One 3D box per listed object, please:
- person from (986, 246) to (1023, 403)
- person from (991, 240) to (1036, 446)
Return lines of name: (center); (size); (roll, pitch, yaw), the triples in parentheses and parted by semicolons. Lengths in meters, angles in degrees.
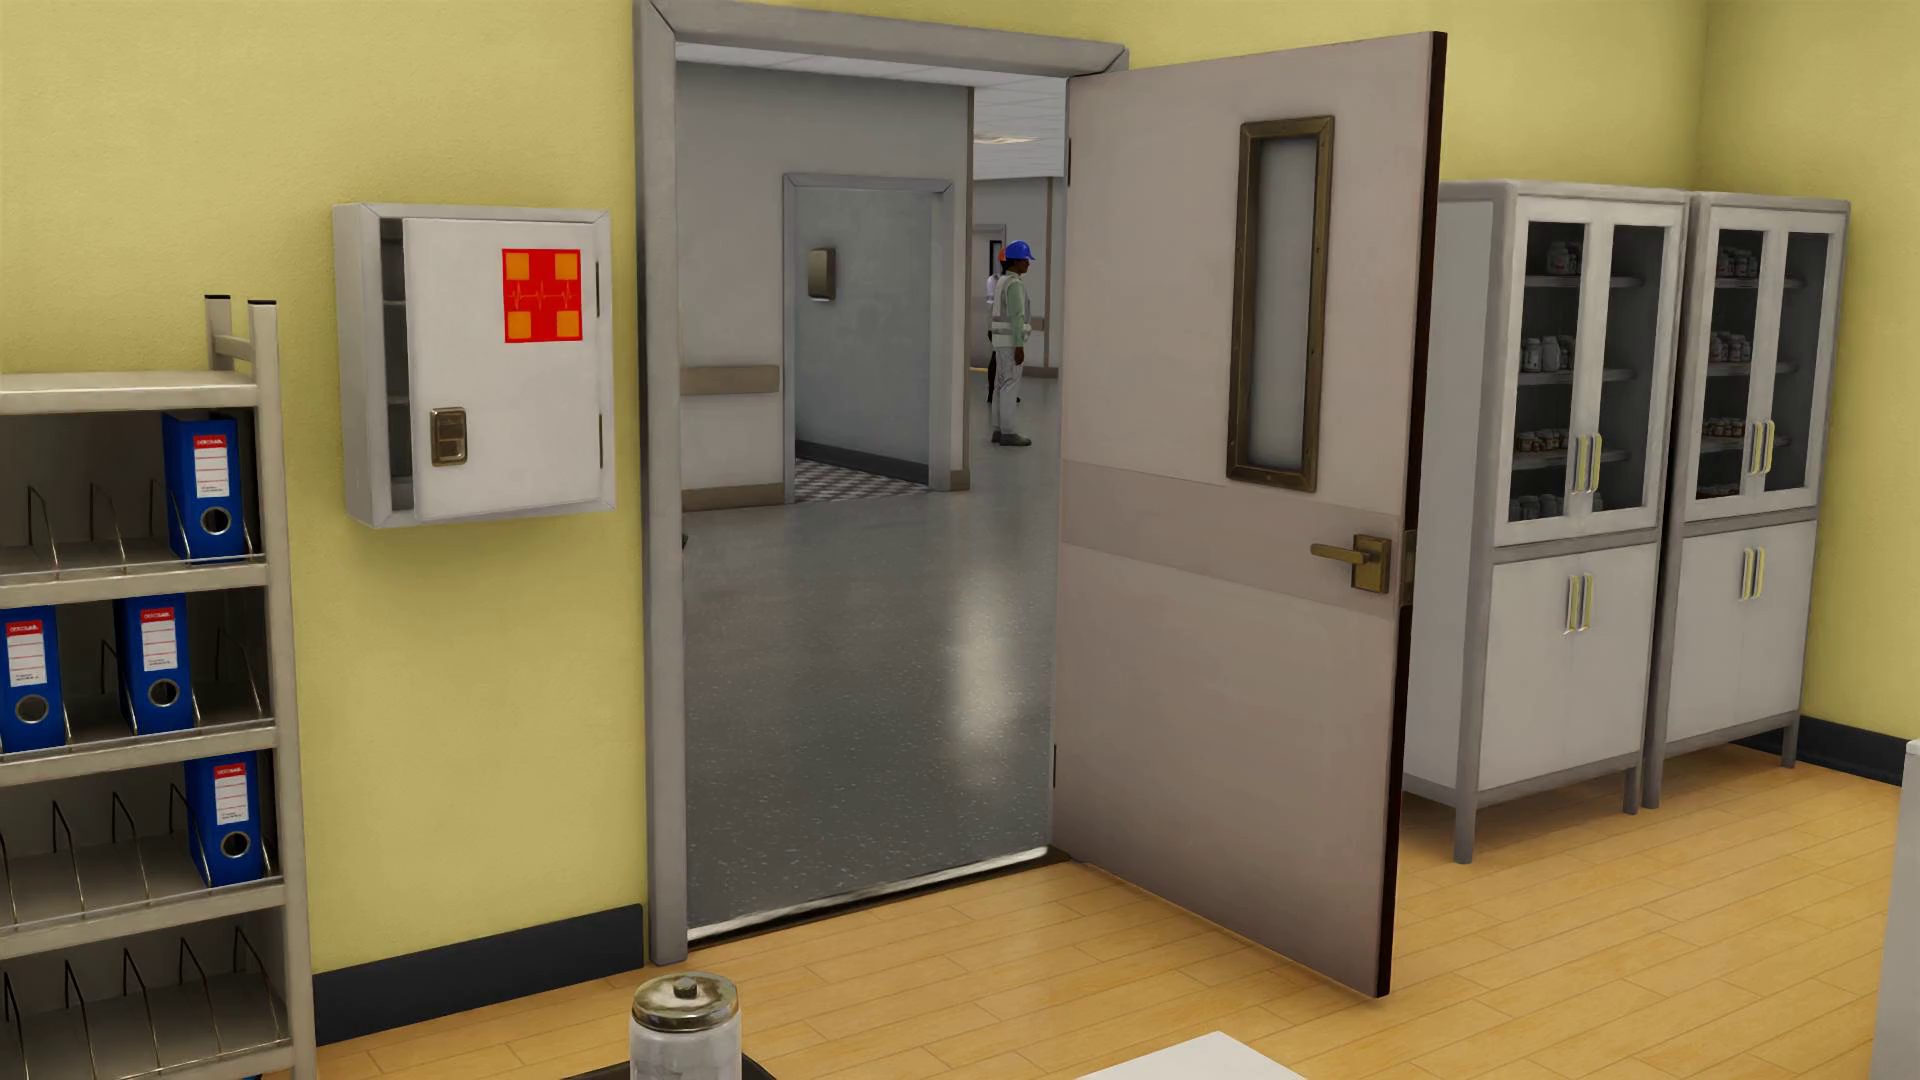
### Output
person: (0.577, -2.661, 20.619); (0.552, 1.935, 0.374); (-7, 12, -39)
person: (0.502, -1.872, 15.867); (0.405, 1.946, 0.612); (-1, 10, -13)
